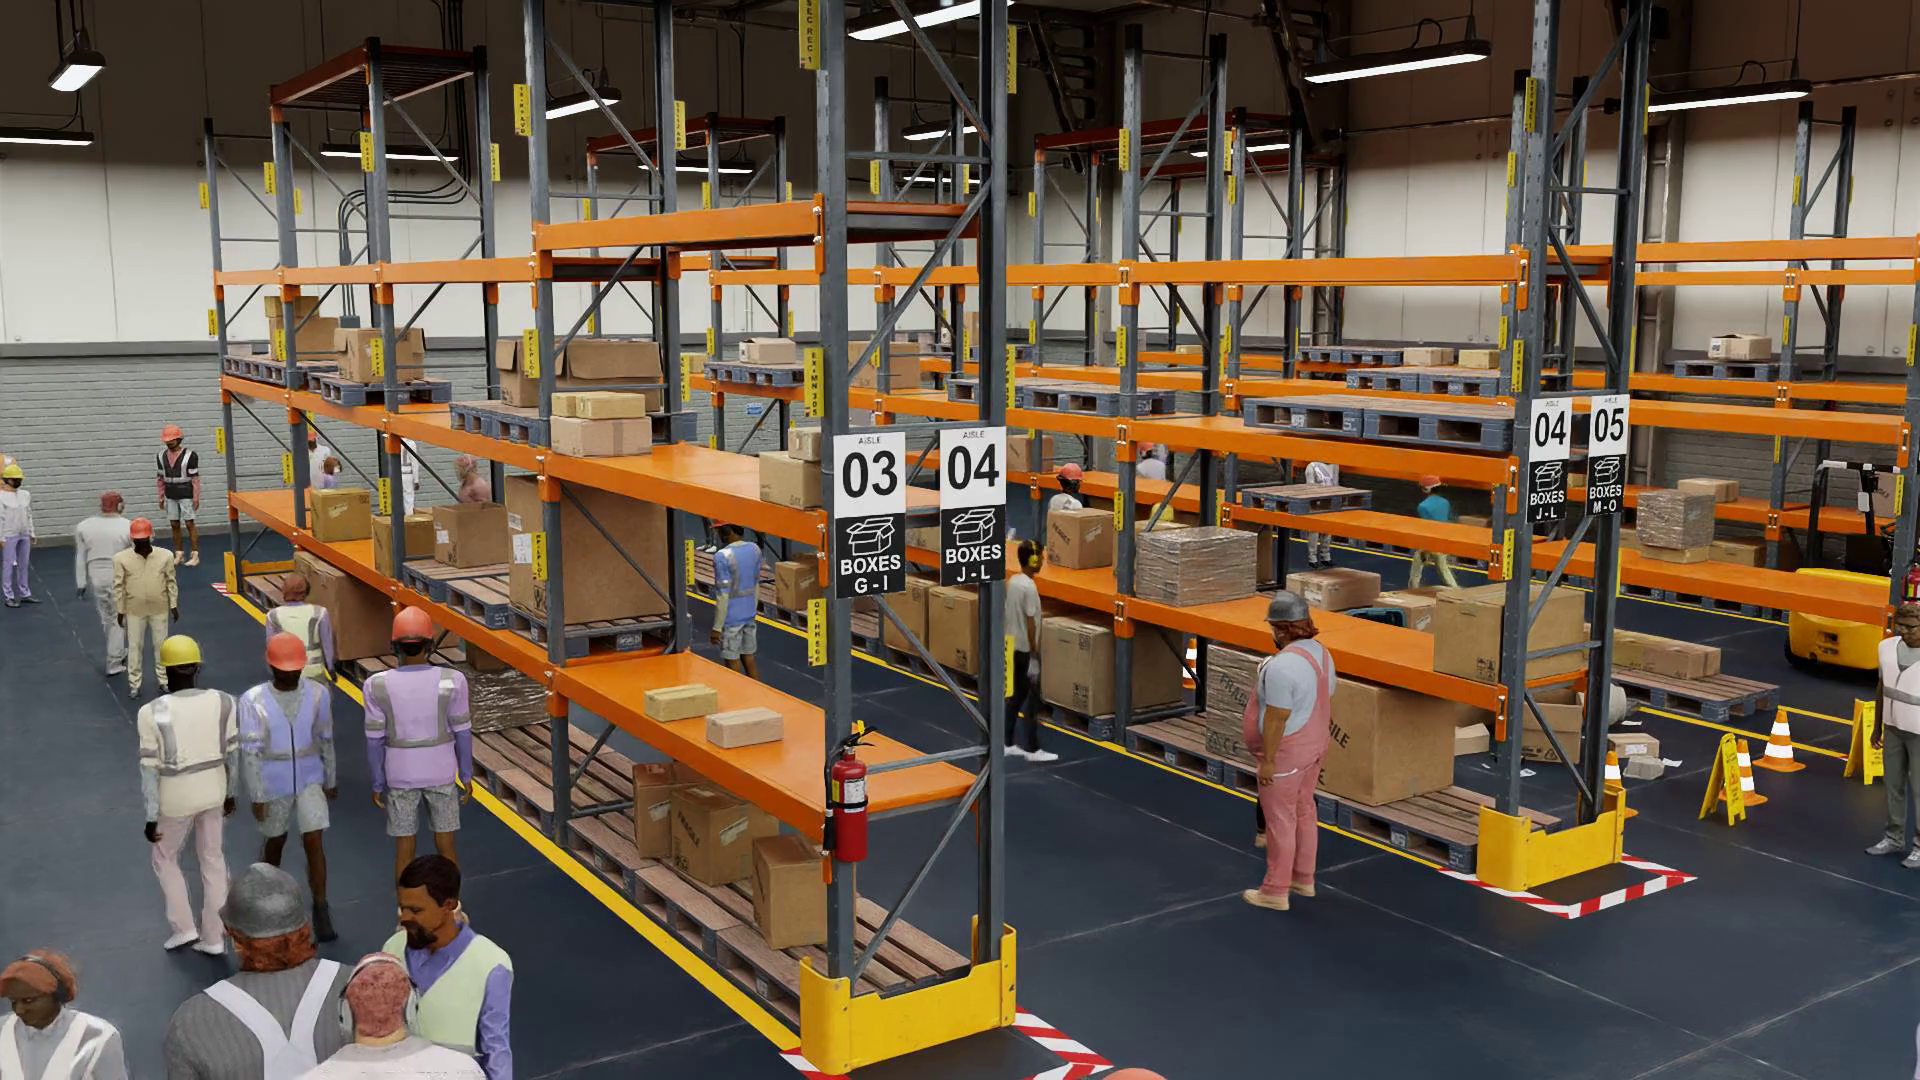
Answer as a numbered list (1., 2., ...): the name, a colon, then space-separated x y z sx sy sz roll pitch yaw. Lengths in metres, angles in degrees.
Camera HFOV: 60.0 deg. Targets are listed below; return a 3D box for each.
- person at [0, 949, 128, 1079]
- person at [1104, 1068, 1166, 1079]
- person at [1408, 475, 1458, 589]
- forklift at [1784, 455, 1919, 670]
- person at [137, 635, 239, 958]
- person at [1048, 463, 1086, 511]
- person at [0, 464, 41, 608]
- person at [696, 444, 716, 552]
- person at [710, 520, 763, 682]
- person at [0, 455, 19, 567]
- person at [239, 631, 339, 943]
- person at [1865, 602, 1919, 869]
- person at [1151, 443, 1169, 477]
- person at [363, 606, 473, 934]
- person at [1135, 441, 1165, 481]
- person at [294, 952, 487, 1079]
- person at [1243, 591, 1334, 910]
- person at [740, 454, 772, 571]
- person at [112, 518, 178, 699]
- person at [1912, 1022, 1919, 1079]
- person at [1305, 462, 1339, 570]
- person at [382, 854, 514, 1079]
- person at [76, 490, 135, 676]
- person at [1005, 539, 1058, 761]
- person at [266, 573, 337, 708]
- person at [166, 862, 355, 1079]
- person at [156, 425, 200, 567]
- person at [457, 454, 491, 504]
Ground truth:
1. person: -3.176 2.230 5.868 0.569 1.622 0.428 0 9 -2
2. person: 0.407 2.293 4.255 0.396 1.990 0.621 4 9 23
3. person: 5.784 0.029 20.279 0.576 1.710 0.911 -6 11 -36
4. forklift: 9.643 0.253 17.172 2.313 2.155 1.214 -6 10 -33
5. person: -4.527 1.504 9.767 0.540 1.906 0.622 7 11 38
6. person: 1.193 0.170 18.273 0.413 2.036 0.606 -4 9 -24
7. person: -11.710 -0.055 20.636 0.305 1.771 0.525 3 9 17
8. person: -3.822 -0.634 24.952 0.288 1.627 0.501 -6 10 -33
9. person: -2.011 0.691 14.762 0.385 2.042 0.605 5 10 28
10. person: -13.610 -0.558 23.490 0.584 1.918 0.376 -5 10 -32
11. person: -4.123 1.454 10.211 0.570 1.897 0.933 -6 10 -34
12. person: 6.479 1.317 11.318 0.417 1.827 0.562 -3 9 -19
13. person: 3.323 -1.217 28.129 0.429 1.842 0.633 -3 9 -21
14. person: -3.232 1.407 9.975 0.607 2.048 0.366 -2 9 -15
15. person: 2.736 -0.602 24.371 0.583 1.728 0.457 -6 10 -33
16. person: -1.793 2.220 5.224 0.654 1.857 0.901 -3 9 -21
17. person: 2.073 1.313 10.622 0.535 2.000 0.686 7 11 38
18. person: -2.969 -0.406 23.371 0.599 1.644 0.846 -6 11 -36
19. person: -7.827 0.647 16.014 0.568 1.748 0.340 -5 10 -32
20. person: 3.409 2.137 5.498 0.547 1.930 0.384 2 9 16
21. person: 5.116 -0.501 23.380 0.590 1.836 0.404 -6 10 -34
22. person: -1.853 2.060 6.091 0.588 1.910 0.360 5 10 28
23. person: -8.670 0.416 17.163 0.661 1.866 0.906 0 9 -2
24. person: 0.548 0.915 13.907 0.373 1.872 0.560 -3 9 -18
25. person: -5.353 1.080 13.522 0.559 1.630 0.356 -1 9 -5
26. person: -2.297 2.064 5.616 0.683 2.000 0.537 -6 10 -34
27. person: -11.060 -0.619 23.526 0.612 2.033 0.411 1 9 6
28. person: -6.047 -0.125 20.658 0.401 1.903 0.653 -6 10 -33
